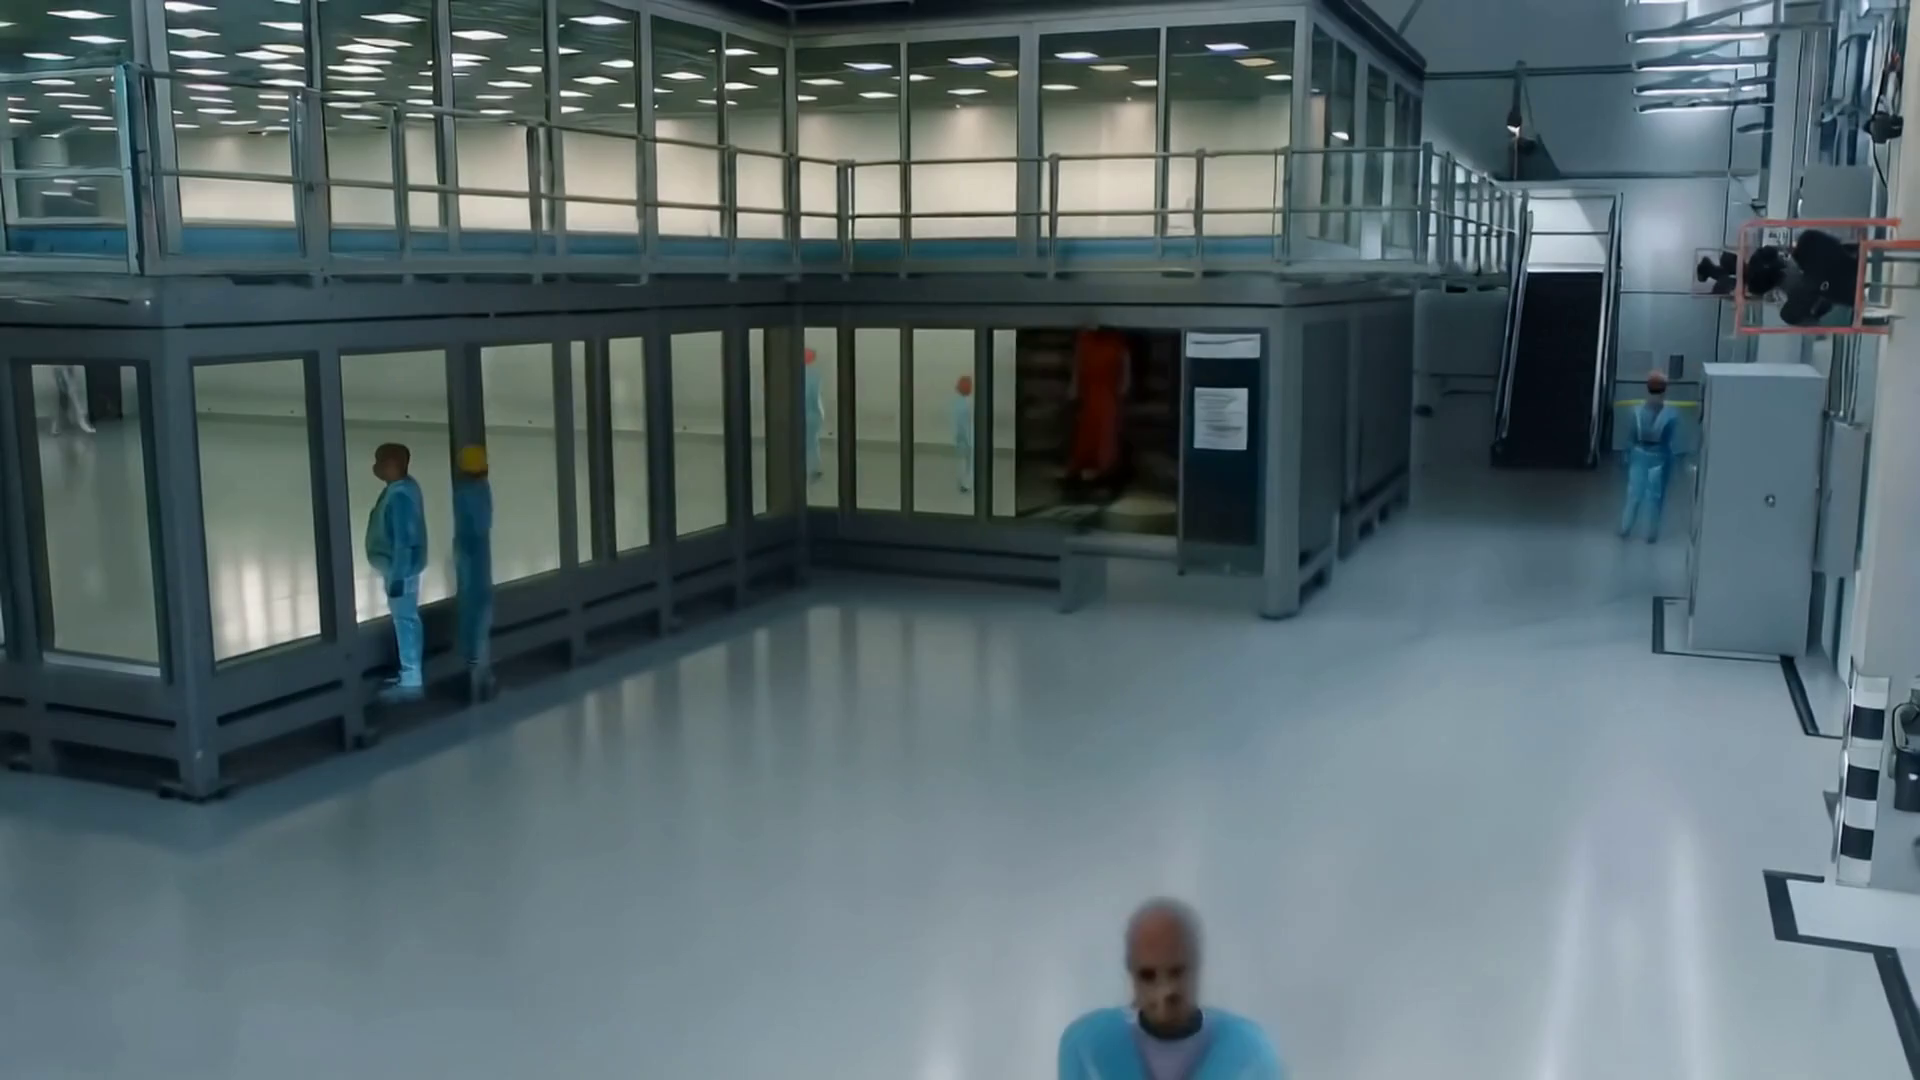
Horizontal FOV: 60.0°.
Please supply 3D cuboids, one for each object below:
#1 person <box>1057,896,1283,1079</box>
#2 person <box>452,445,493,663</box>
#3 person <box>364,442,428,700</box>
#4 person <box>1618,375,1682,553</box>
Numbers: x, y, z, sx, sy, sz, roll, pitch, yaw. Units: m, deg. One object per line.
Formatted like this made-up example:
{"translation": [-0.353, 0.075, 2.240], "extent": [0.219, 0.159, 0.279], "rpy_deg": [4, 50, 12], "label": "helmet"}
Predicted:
{"translation": [0.476, 1.603, 3.886], "extent": [0.534, 1.679, 0.484], "rpy_deg": [1, 9, 6], "label": "person"}
{"translation": [-3.809, 0.084, 13.116], "extent": [0.368, 1.718, 0.690], "rpy_deg": [0, 9, 1], "label": "person"}
{"translation": [-4.041, 0.213, 11.945], "extent": [0.429, 1.846, 0.633], "rpy_deg": [-3, 10, -16], "label": "person"}
{"translation": [7.513, -0.835, 18.109], "extent": [0.635, 1.935, 0.452], "rpy_deg": [6, 11, 34], "label": "person"}
